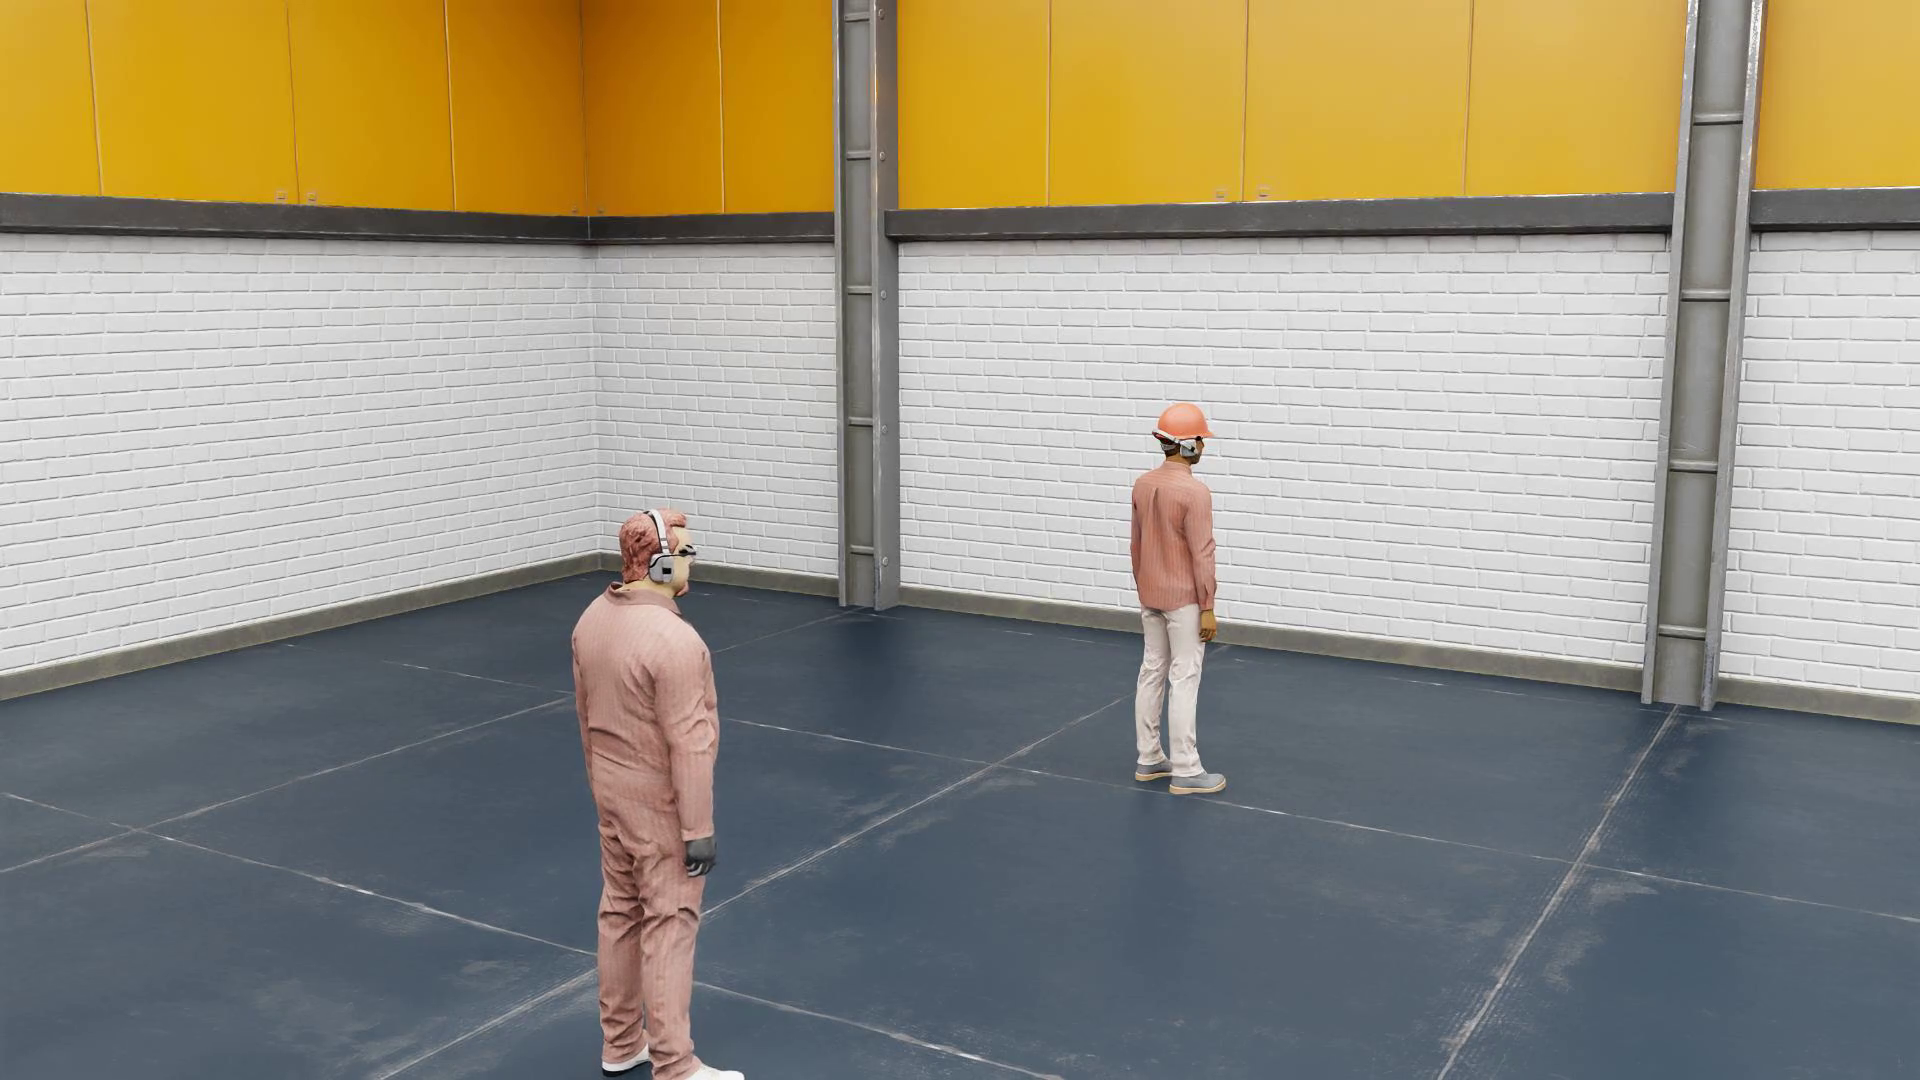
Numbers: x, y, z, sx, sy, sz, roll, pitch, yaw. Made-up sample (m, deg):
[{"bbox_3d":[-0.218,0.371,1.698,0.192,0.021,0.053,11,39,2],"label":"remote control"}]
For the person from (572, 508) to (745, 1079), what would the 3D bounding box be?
[{"bbox_3d":[-0.966,0.845,5.368,0.400,1.907,0.644,-8,12,-40],"label":"person"}]

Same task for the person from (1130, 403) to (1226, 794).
[{"bbox_3d":[1.112,0.295,8.523,0.379,1.996,0.609,-5,11,-30],"label":"person"}]
